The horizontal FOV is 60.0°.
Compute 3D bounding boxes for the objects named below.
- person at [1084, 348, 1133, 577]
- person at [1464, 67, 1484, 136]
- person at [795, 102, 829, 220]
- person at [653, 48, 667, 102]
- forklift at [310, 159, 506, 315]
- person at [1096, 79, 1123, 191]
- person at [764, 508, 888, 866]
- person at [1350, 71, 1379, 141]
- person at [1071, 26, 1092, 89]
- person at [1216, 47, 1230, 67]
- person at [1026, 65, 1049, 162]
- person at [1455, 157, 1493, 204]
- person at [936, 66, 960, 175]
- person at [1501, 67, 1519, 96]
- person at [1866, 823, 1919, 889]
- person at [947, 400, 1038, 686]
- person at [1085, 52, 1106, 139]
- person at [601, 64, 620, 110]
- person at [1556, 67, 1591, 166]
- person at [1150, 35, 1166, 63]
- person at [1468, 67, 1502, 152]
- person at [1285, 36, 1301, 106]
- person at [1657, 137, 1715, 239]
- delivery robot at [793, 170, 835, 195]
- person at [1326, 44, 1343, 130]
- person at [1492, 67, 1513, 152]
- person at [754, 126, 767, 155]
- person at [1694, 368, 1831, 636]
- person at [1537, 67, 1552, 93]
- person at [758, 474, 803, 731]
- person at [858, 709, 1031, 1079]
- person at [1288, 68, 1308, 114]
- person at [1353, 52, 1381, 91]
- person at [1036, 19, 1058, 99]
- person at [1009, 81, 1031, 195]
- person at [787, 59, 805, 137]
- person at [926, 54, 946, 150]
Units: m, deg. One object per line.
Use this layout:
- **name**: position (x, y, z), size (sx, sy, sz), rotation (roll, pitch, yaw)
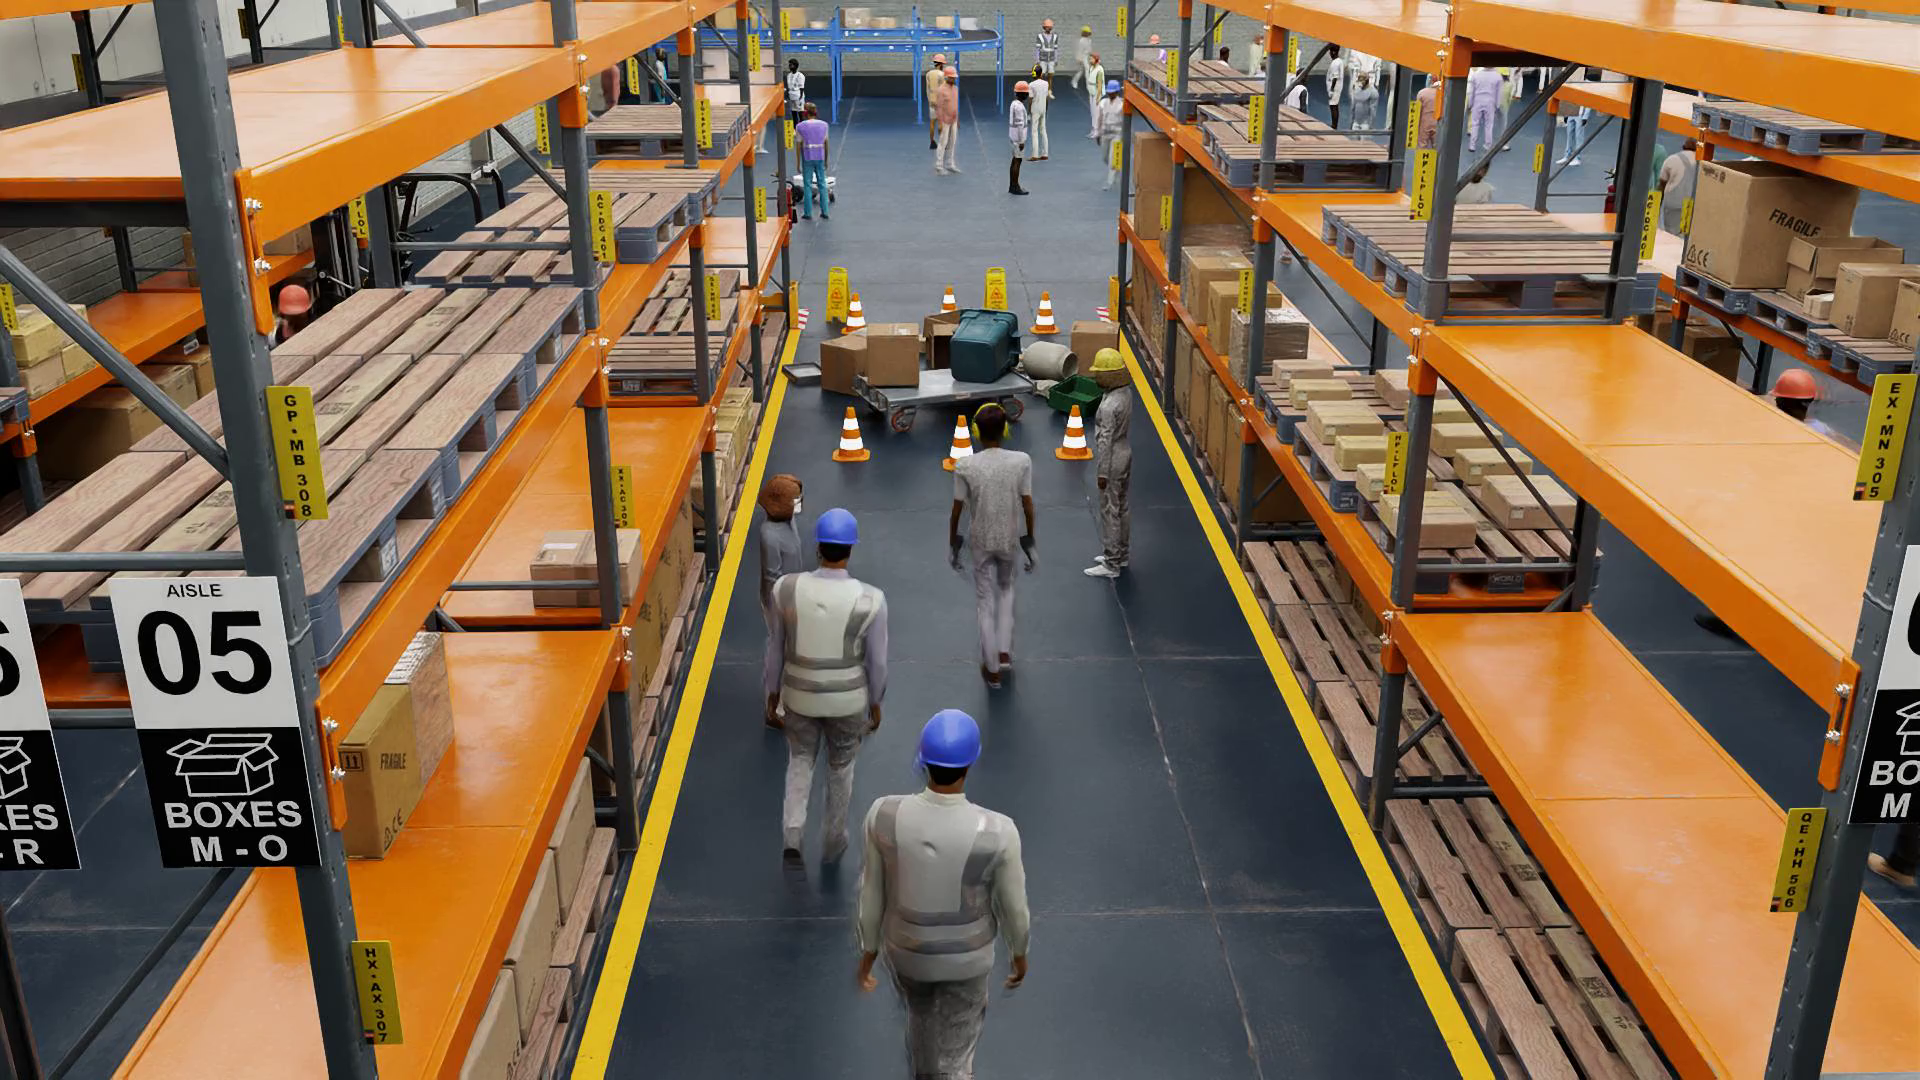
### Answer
- **person**: position (1.099, -0.571, 12.297), size (0.322, 1.734, 0.488), rotation (8, 22, 20)
- **person**: position (11.190, -9.788, 36.491), size (0.567, 1.849, 0.389), rotation (-3, 21, -8)
- **person**: position (-2.354, -6.082, 26.722), size (0.562, 1.833, 0.407), rotation (-10, 23, -24)
- **person**: position (-6.683, -10.051, 37.198), size (0.344, 1.841, 0.507), rotation (-6, 21, -14)
- **forklift**: position (-5.622, -2.910, 17.832), size (2.313, 2.155, 1.214), rotation (-1, 21, -1)
- **person**: position (2.726, -7.233, 29.641), size (0.623, 1.917, 0.803), rotation (13, 24, 30)
- **person**: position (-0.678, 0.797, 8.428), size (0.636, 1.911, 0.628), rotation (3, 21, 8)
- **person**: position (7.481, -7.724, 30.938), size (0.390, 1.928, 0.635), rotation (-11, 24, -27)
- **person**: position (3.459, -13.477, 46.433), size (0.827, 1.705, 0.492), rotation (13, 24, 31)
- **person**: position (5.724, -9.901, 36.714), size (0.400, 1.907, 0.600), rotation (-8, 22, -20)
- **person**: position (1.539, -8.450, 32.949), size (0.507, 1.861, 0.328), rotation (-16, 26, -36)
- **person**: position (6.330, -3.881, 20.888), size (0.569, 1.838, 0.525), rotation (12, 24, 28)
- **person**: position (-0.206, -7.876, 31.237), size (0.402, 1.990, 0.622), rotation (15, 25, 35)
- **person**: position (14.288, -12.280, 43.157), size (0.588, 1.802, 0.641), rotation (-17, 26, -37)
- **person**: position (4.943, 0.879, 8.324), size (0.510, 1.837, 0.351), rotation (-6, 22, -16)
- **person**: position (0.194, 0.010, 10.585), size (0.564, 1.852, 0.526), rotation (-4, 21, -11)
- **person**: position (2.964, -9.673, 36.210), size (0.396, 1.836, 0.562), rotation (-4, 21, -12)
- **person**: position (-7.678, -9.786, 36.470), size (0.396, 1.872, 0.817), rotation (-8, 22, -20)
- **person**: position (12.051, -8.295, 32.448), size (0.392, 1.920, 0.593), rotation (-10, 23, -24)
- **person**: position (4.666, -11.131, 39.938), size (0.537, 1.930, 0.378), rotation (6, 21, 15)
- **person**: position (10.768, -8.935, 34.161), size (0.652, 1.904, 0.403), rotation (6, 22, 16)
- **person**: position (7.956, -11.144, 40.027), size (0.584, 1.882, 0.337), rotation (-14, 25, -33)
- **person**: position (9.738, -4.553, 22.388), size (0.701, 2.000, 0.885), rotation (7, 22, 18)
- **delivery robot**: position (-2.492, -6.107, 28.433), size (0.707, 0.478, 0.477), rotation (12, 24, 28)
- **person**: position (8.303, -10.017, 36.941), size (0.377, 1.960, 0.609), rotation (9, 22, 22)
- **person**: position (11.144, -8.904, 34.343), size (0.513, 1.714, 0.883), rotation (-1, 21, -3)
- **person**: position (-4.107, -8.653, 33.835), size (0.319, 1.609, 0.663), rotation (6, 21, 15)
- **person**: position (5.405, -0.224, 11.135), size (0.550, 1.911, 0.786), rotation (-9, 23, -23)
- **person**: position (16.065, -13.178, 45.404), size (0.582, 1.882, 0.338), rotation (1, 21, 3)
- **person**: position (-1.054, 0.370, 9.957), size (0.286, 1.623, 0.510), rotation (3, 21, 7)
- **person**: position (-0.028, 1.521, 6.496), size (0.657, 1.917, 0.775), rotation (5, 21, 14)
- **person**: position (6.417, -7.985, 31.626), size (0.392, 1.922, 0.592), rotation (-6, 22, -15)
- **person**: position (9.285, -10.463, 38.021), size (0.605, 2.034, 0.390), rotation (4, 21, 11)
- **person**: position (2.295, -12.657, 43.799), size (0.607, 2.048, 0.370), rotation (-7, 22, -18)
- **person**: position (1.053, -7.028, 29.073), size (0.375, 1.935, 0.551), rotation (-3, 21, -8)
- **person**: position (-3.588, -9.652, 36.359), size (0.319, 1.690, 0.535), rotation (-19, 28, -40)
- **person**: position (-0.440, -9.092, 34.545), size (0.543, 1.928, 0.373), rotation (17, 26, 37)
